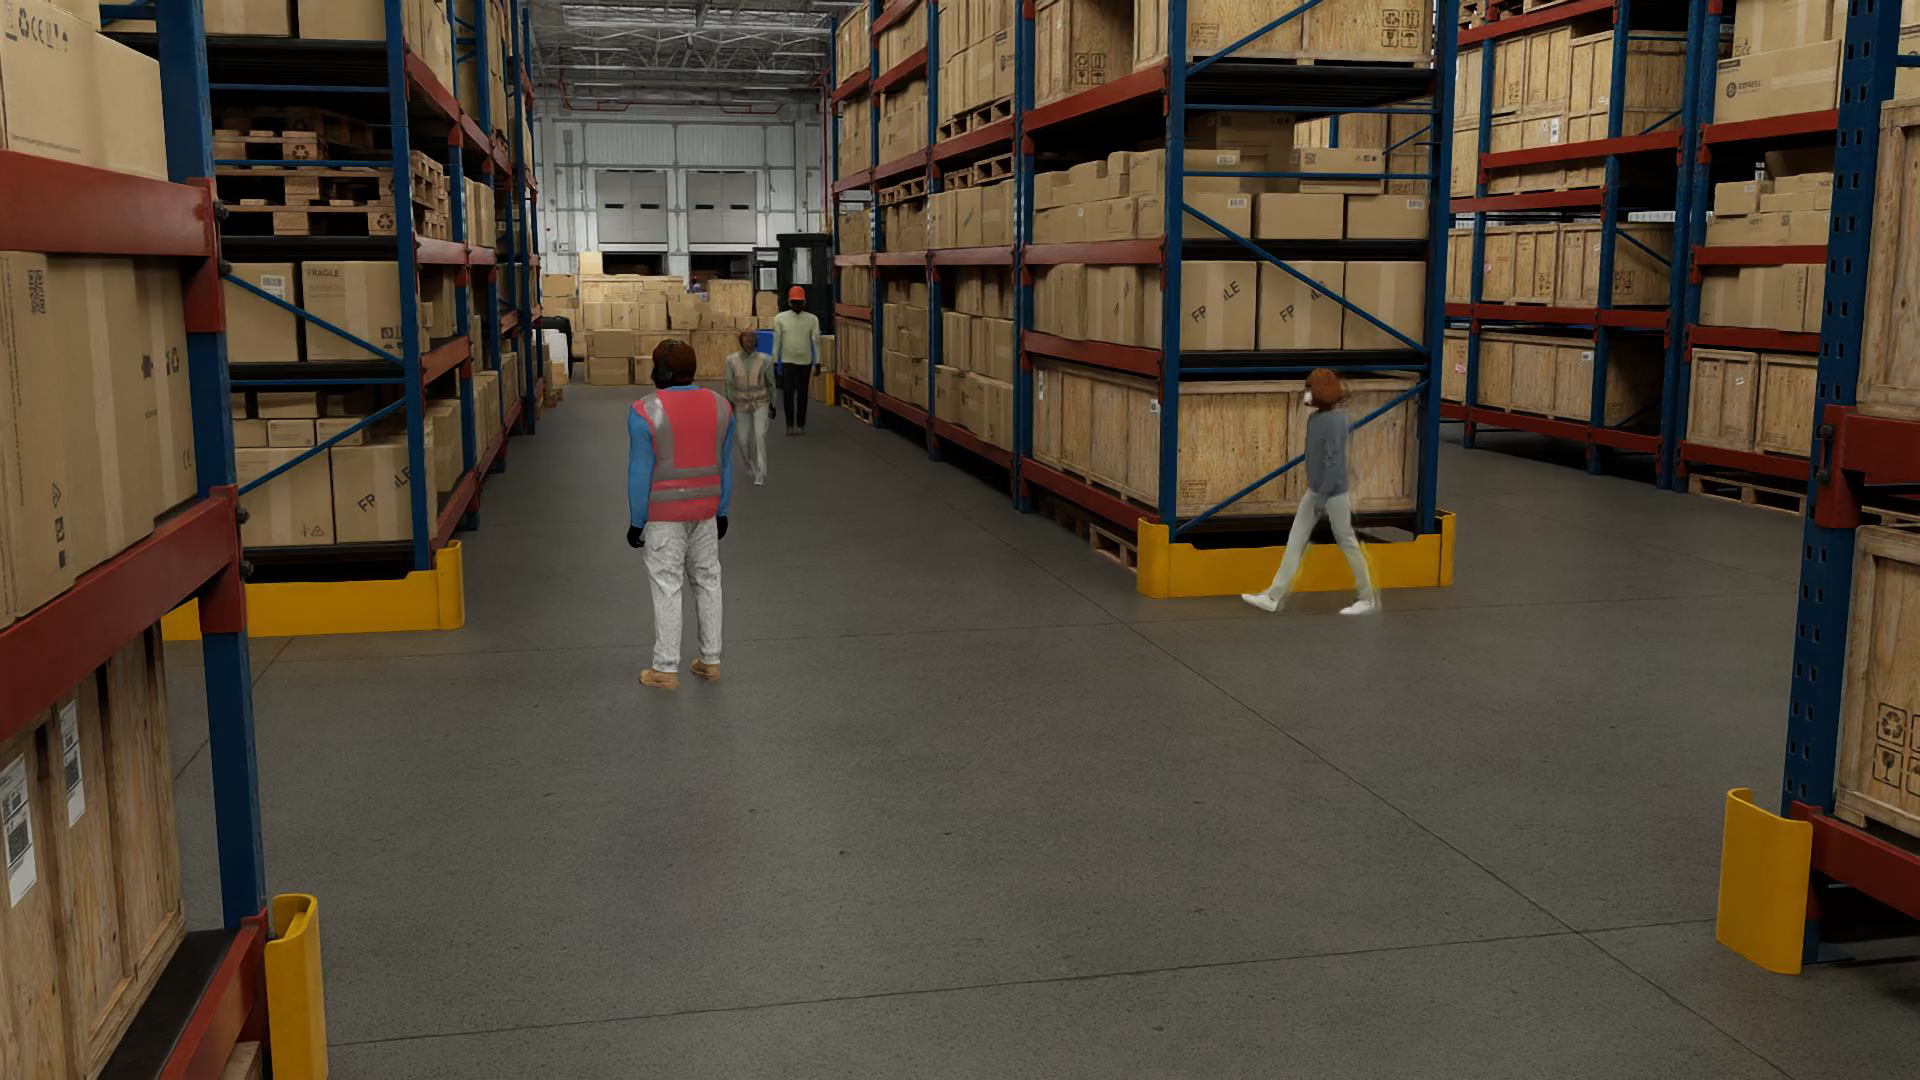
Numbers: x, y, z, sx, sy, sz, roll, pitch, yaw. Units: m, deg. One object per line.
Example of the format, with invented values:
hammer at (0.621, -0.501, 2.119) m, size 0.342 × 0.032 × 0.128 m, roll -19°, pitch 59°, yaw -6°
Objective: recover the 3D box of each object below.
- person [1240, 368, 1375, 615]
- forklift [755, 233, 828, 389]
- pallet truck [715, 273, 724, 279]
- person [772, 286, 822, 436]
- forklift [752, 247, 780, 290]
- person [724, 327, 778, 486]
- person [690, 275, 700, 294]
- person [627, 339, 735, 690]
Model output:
person at (2.269, -0.293, 10.552) m, size 0.881 × 1.583 × 0.518 m, roll -2°, pitch 10°, yaw -12°
forklift at (-2.861, -4.159, 30.173) m, size 1.129 × 2.768 × 1.873 m, roll 6°, pitch 11°, yaw 32°
pallet truck at (-8.580, -8.986, 62.280) m, size 1.885 × 1.965 × 0.823 m, roll 1°, pitch 9°, yaw 5°
person at (-2.125, -2.329, 21.784) m, size 0.654 × 1.964 × 0.836 m, roll -1°, pitch 9°, yaw -8°
forklift at (-5.819, -7.508, 50.585) m, size 1.129 × 2.768 × 1.873 m, roll -3°, pitch 10°, yaw -18°
person at (-2.124, -1.367, 16.976) m, size 0.548 × 1.615 × 0.484 m, roll 0°, pitch 9°, yaw 1°
person at (-10.265, -9.201, 63.856) m, size 0.882 × 1.905 × 0.578 m, roll 1°, pitch 9°, yaw 9°
person at (-1.493, -0.137, 8.810) m, size 0.633 × 1.846 × 0.429 m, roll -8°, pitch 13°, yaw -42°
